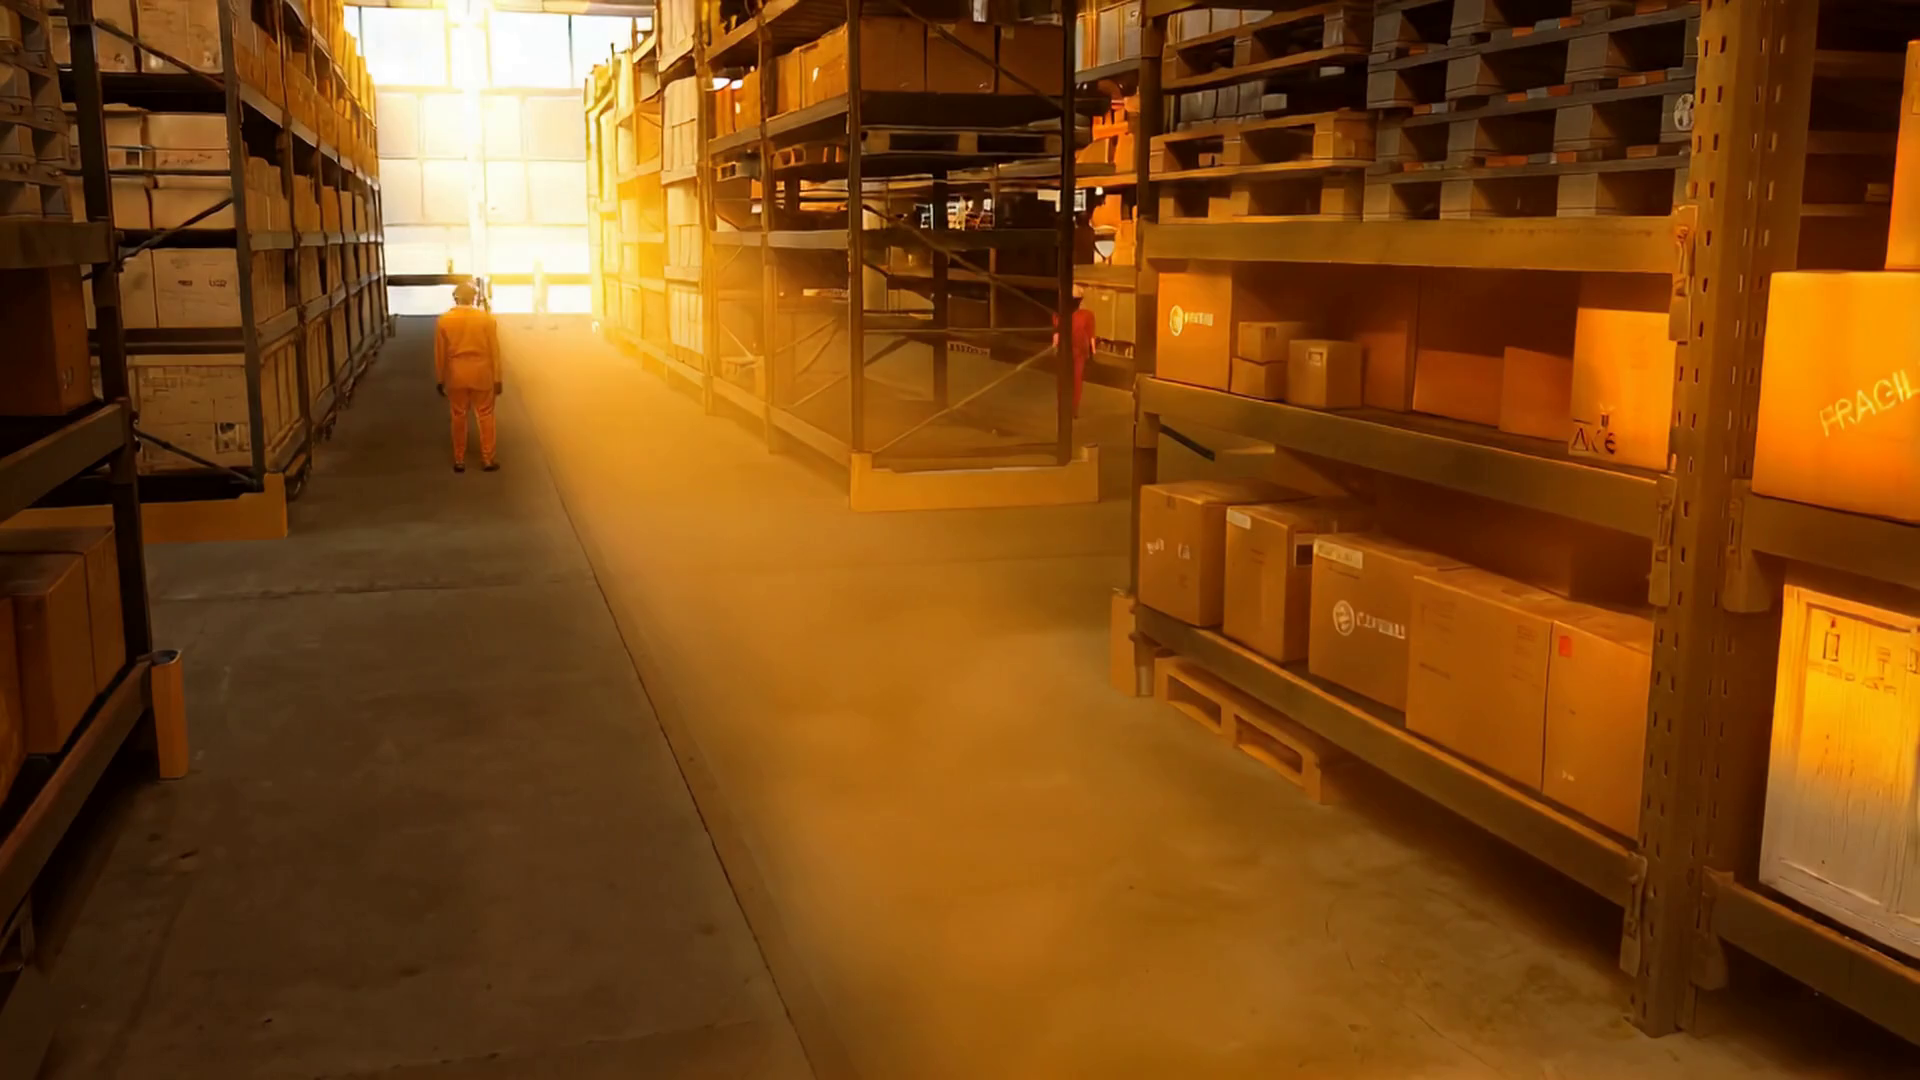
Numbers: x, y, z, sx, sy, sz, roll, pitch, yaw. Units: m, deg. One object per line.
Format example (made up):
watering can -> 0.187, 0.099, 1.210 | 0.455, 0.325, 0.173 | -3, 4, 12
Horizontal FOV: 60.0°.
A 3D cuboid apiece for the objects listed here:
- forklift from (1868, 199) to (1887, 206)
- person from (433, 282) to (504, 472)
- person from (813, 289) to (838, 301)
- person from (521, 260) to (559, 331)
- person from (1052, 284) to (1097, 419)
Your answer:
forklift -> 11.338, -2.915, 21.052 | 1.129, 2.768, 1.873 | -3, 11, -17
person -> -4.926, -1.619, 16.669 | 0.688, 1.906, 0.418 | -2, 11, -11
person -> -3.455, -6.340, 42.590 | 0.655, 1.880, 0.752 | -2, 11, -12
person -> -10.495, -6.108, 41.566 | 0.951, 1.785, 0.613 | -1, 10, -6
person -> 1.486, -2.414, 21.395 | 0.560, 1.741, 0.649 | -1, 10, -7
